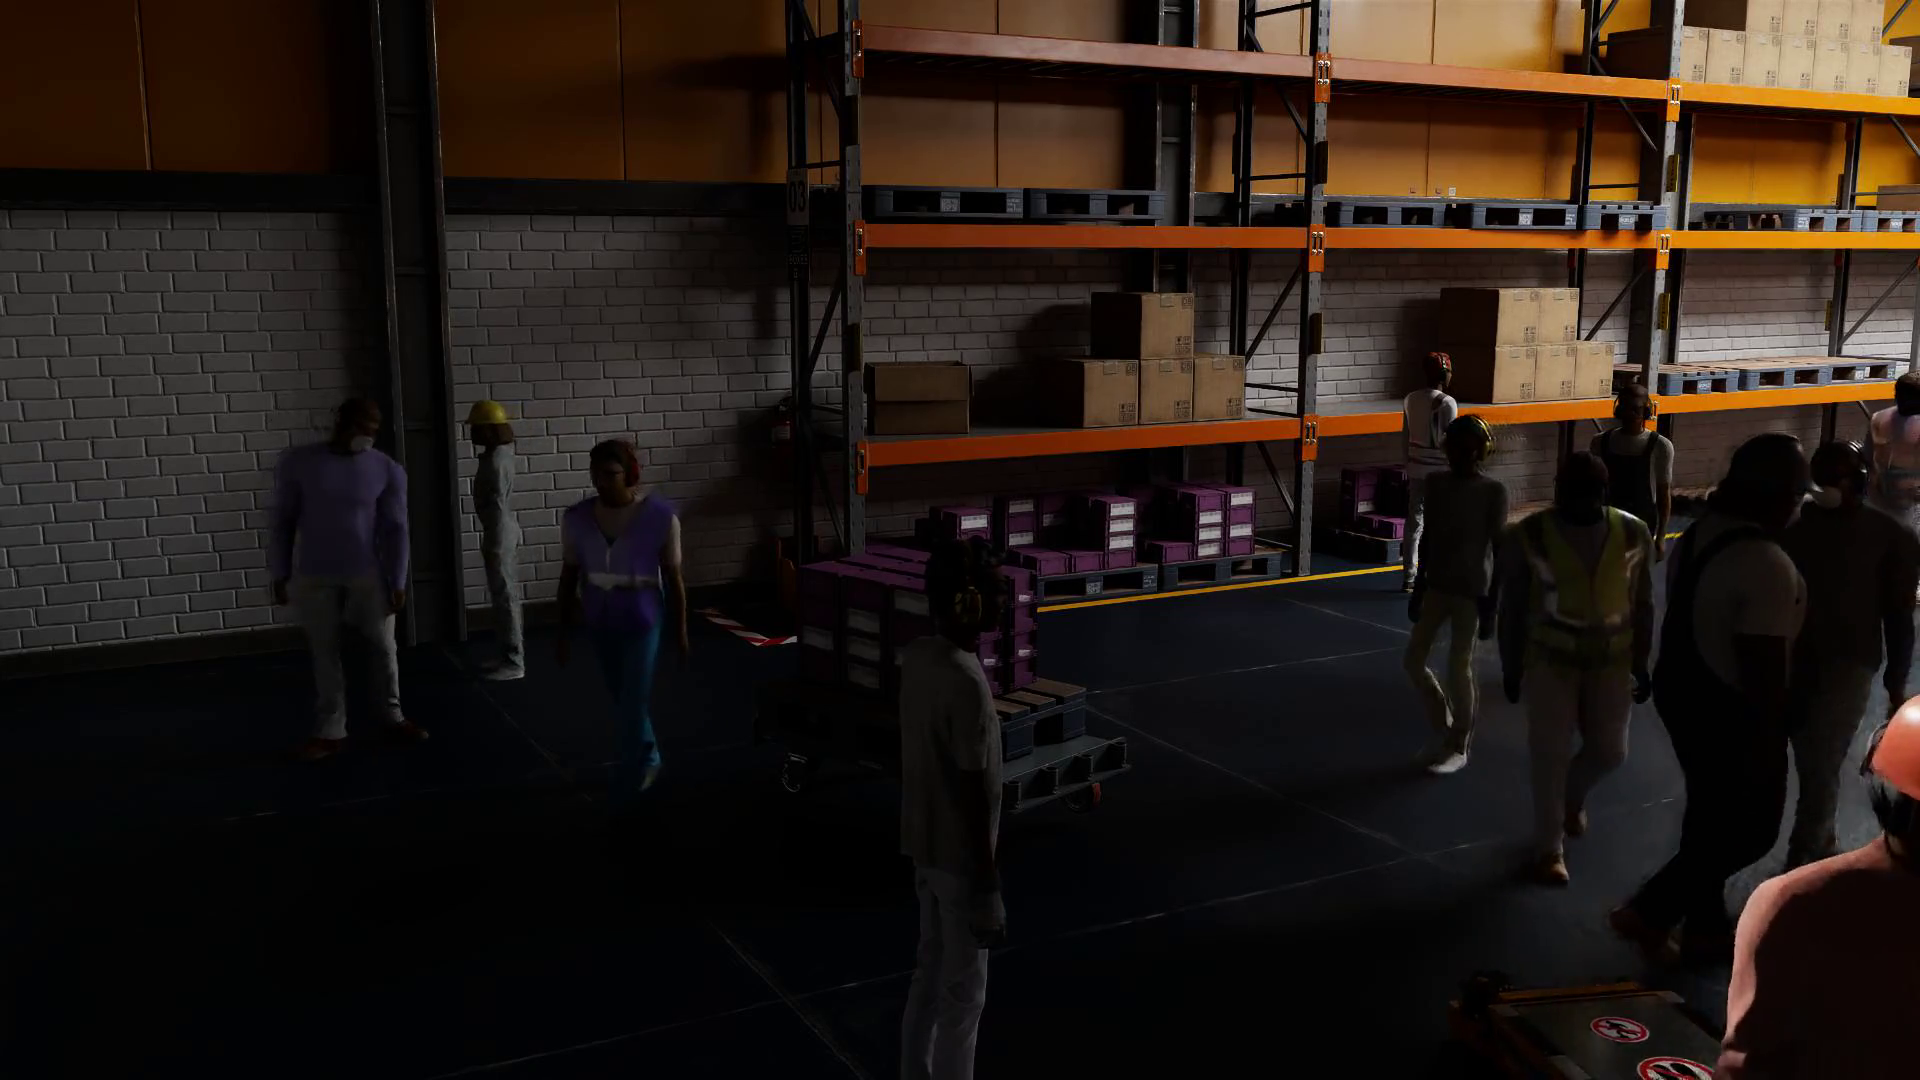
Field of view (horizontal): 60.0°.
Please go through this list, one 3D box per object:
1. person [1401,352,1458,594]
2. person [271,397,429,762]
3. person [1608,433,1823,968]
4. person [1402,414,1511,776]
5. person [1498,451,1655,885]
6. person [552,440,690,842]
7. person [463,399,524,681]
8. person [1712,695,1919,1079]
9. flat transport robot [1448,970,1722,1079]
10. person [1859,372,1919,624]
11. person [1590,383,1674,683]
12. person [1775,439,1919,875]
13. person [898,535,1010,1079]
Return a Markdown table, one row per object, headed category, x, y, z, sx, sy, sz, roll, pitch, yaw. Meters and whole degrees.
| category | x | y | z | sx | sy | sz | roll | pitch | yaw |
| --- | --- | --- | --- | --- | --- | --- | --- | --- | --- |
| person | 3.612 | -0.492 | 12.732 | 0.355 | 1.882 | 0.576 | -5 | 11 | -25 |
| person | -3.210 | 0.203 | 8.701 | 0.714 | 1.902 | 0.362 | -2 | 10 | -13 |
| person | 2.763 | 0.593 | 6.029 | 0.657 | 2.000 | 0.714 | 0 | 10 | -2 |
| person | 2.470 | 0.284 | 8.360 | 0.414 | 1.846 | 0.537 | -8 | 13 | -39 |
| person | 2.604 | 0.516 | 7.092 | 0.639 | 1.823 | 0.590 | 1 | 10 | 3 |
| person | -1.582 | 0.412 | 7.796 | 0.595 | 1.796 | 0.987 | 2 | 10 | 12 |
| person | -2.887 | -0.002 | 10.312 | 0.315 | 1.742 | 0.489 | -2 | 10 | -11 |
| person | 1.671 | 1.181 | 2.969 | 0.614 | 1.939 | 1.028 | -2 | 10 | -9 |
| flat transport robot | 2.096 | 1.657 | 4.994 | 0.652 | 0.197 | 1.431 | -2 | 10 | -10 |
| person | 6.777 | -0.313 | 11.966 | 0.949 | 1.798 | 0.642 | -5 | 11 | -29 |
| person | 4.097 | -0.045 | 10.267 | 0.518 | 1.843 | 0.332 | 8 | 13 | 39 |
| person | 3.568 | 0.522 | 6.910 | 0.951 | 1.888 | 0.645 | -9 | 13 | -41 |
| person | -0.005 | 0.908 | 4.710 | 0.310 | 1.868 | 0.532 | -4 | 11 | -22 |
